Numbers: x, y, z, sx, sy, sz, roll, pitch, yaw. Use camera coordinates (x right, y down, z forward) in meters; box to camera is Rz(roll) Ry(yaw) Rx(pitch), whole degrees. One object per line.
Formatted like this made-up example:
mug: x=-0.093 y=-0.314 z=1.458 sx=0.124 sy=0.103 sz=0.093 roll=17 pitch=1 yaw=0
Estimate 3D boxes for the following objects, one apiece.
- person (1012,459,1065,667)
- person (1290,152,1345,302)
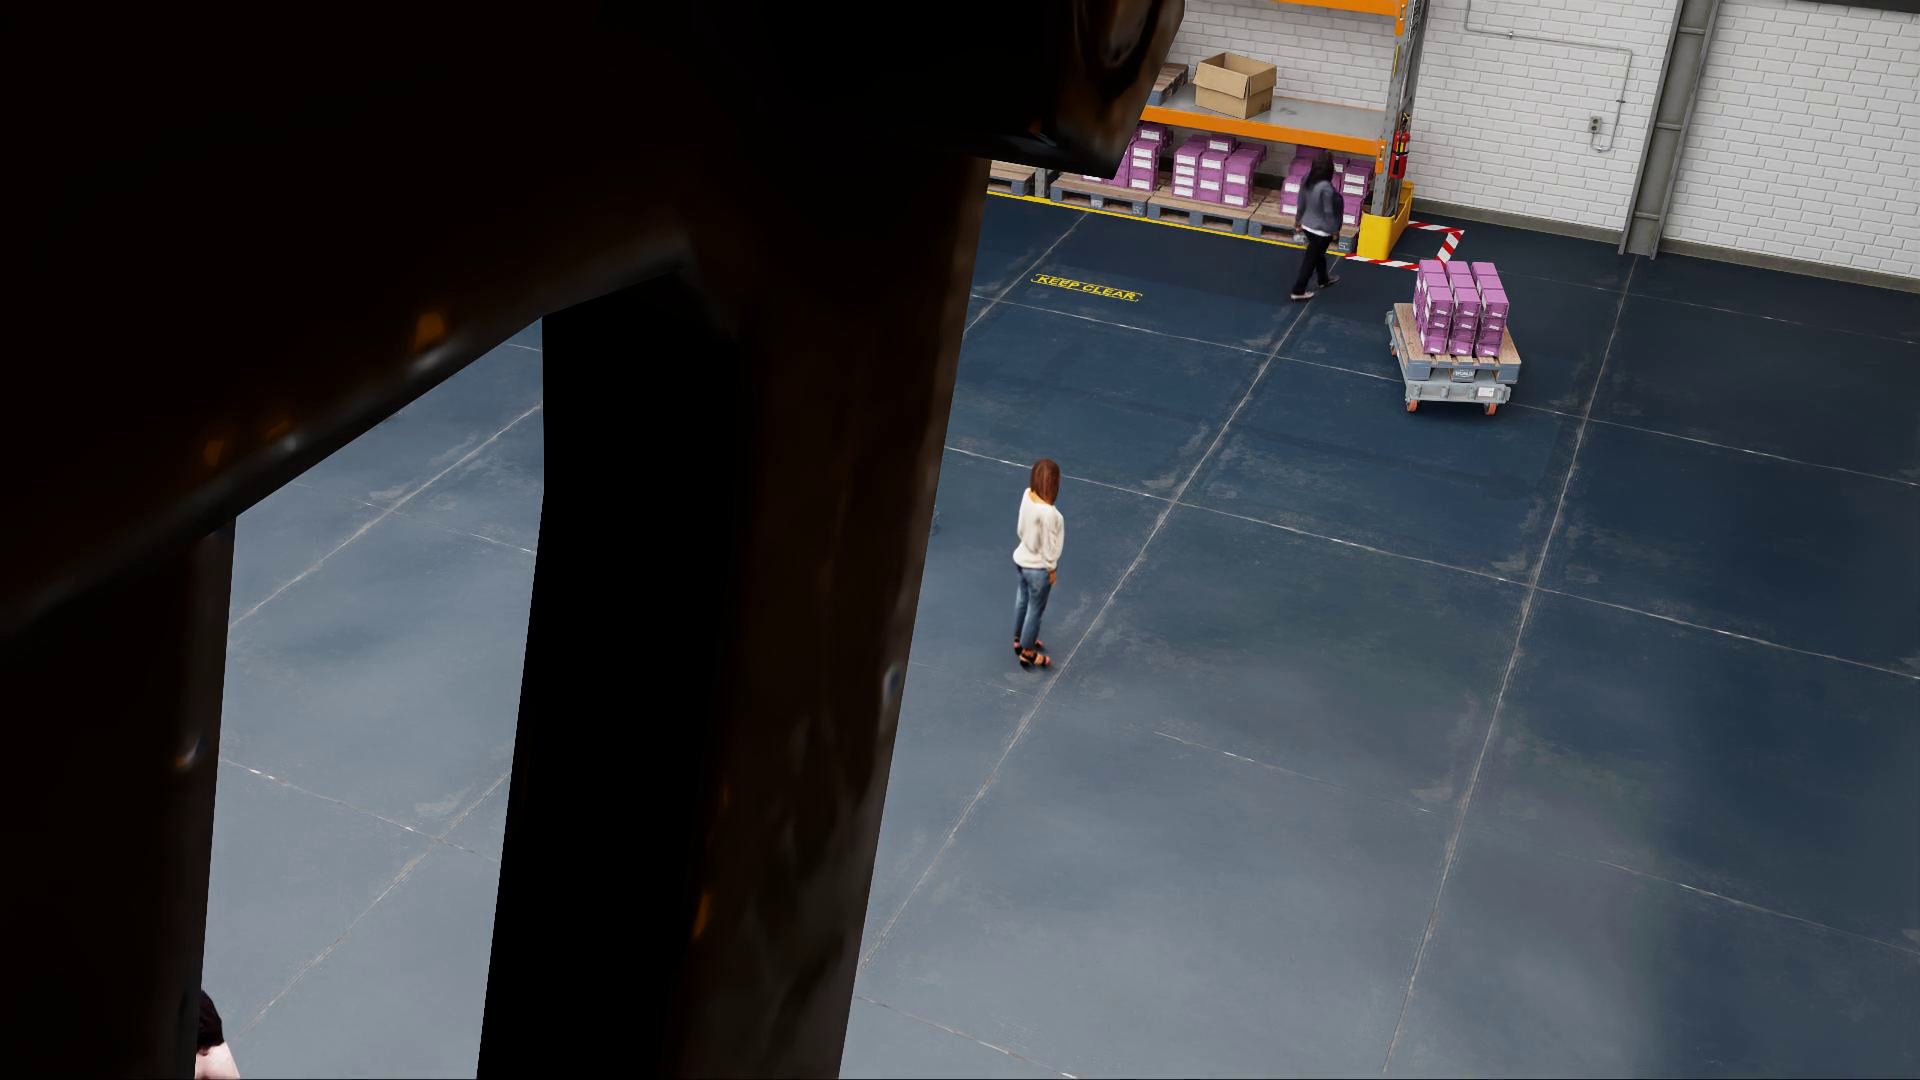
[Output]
person: x=0.538 y=0.163 z=12.010 sx=0.748 sy=1.672 sz=0.696 roll=-10 pitch=35 yaw=-14
person: x=3.627 y=-3.207 z=17.174 sx=1.027 sy=1.568 sz=0.956 roll=-9 pitch=35 yaw=-13
